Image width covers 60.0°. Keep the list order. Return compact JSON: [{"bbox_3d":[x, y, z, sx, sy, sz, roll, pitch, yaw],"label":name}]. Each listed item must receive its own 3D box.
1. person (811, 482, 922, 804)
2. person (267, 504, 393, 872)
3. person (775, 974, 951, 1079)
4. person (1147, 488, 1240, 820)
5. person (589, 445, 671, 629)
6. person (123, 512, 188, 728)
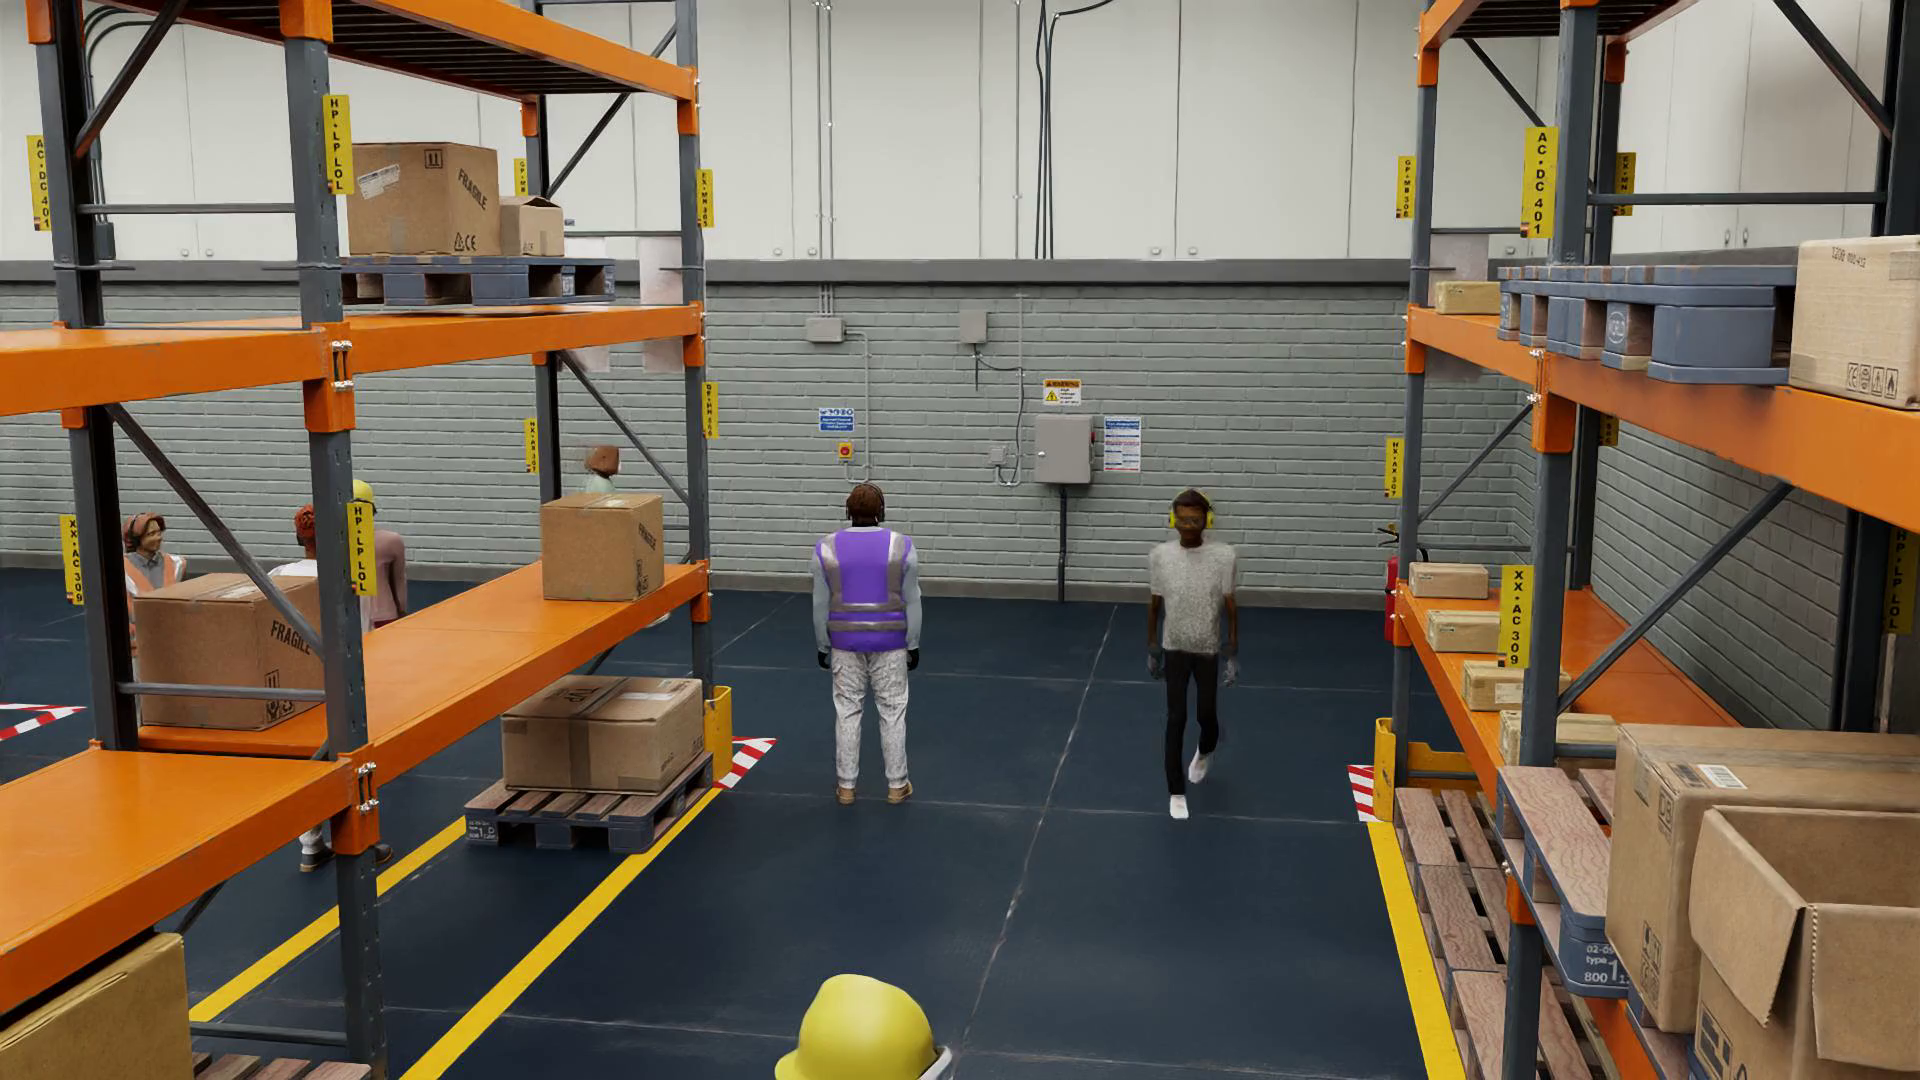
[{"bbox_3d":[-0.522,0.590,9.468,0.619,1.845,0.430,0,9,2],"label":"person"},{"bbox_3d":[-3.173,0.749,8.366,0.575,1.883,0.355,2,9,9],"label":"person"},{"bbox_3d":[-0.139,1.649,2.973,0.404,1.827,0.600,1,9,8],"label":"person"},{"bbox_3d":[1.322,0.598,9.388,0.535,1.851,0.676,2,9,10],"label":"person"},{"bbox_3d":[-2.884,0.008,13.841,0.856,1.590,0.506,0,9,-2],"label":"person"},{"bbox_3d":[-4.714,0.652,9.706,0.306,1.640,0.523,7,11,36],"label":"person"}]
